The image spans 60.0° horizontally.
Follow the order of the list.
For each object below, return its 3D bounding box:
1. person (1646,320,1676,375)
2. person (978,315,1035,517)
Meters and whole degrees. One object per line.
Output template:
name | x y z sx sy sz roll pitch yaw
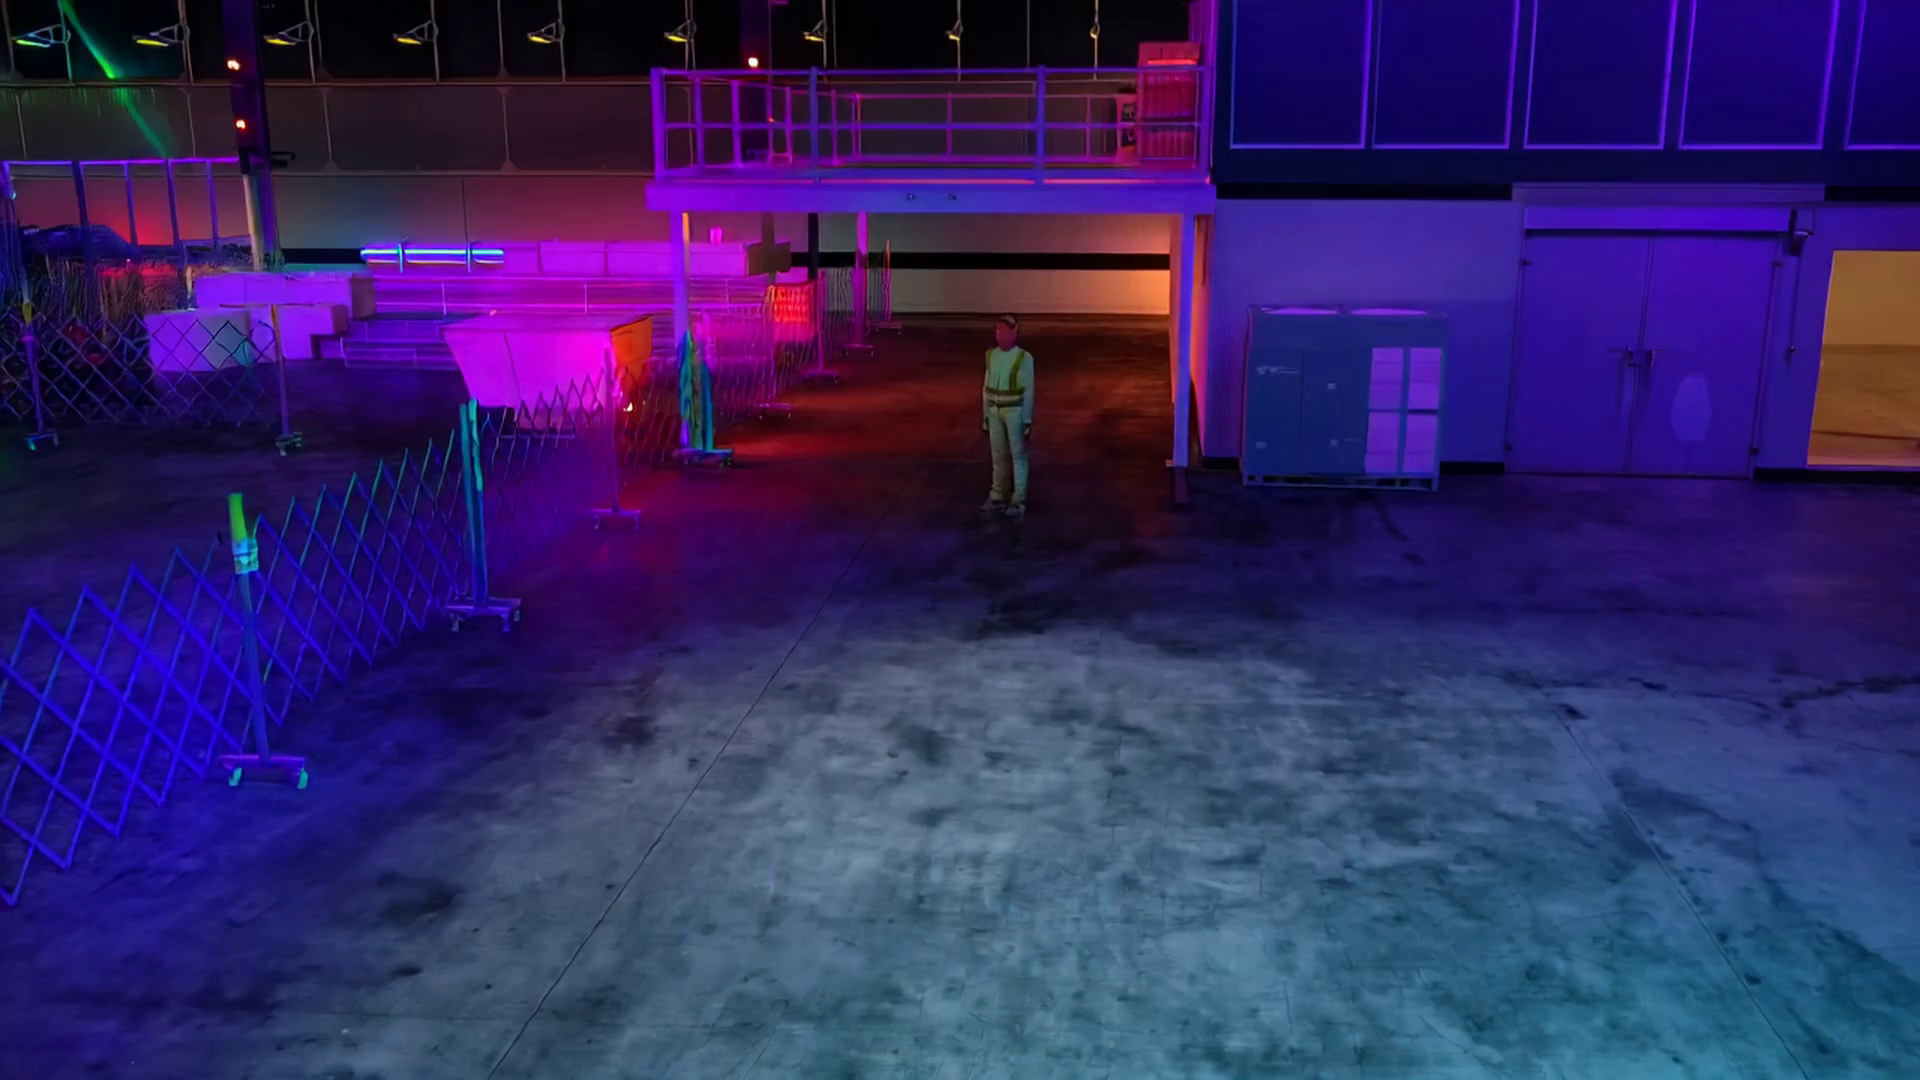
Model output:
person | 8.945 -2.568 21.408 0.999 1.855 0.640 -8 16 -30
person | 0.438 -1.164 15.630 0.572 1.882 0.356 11 18 39
